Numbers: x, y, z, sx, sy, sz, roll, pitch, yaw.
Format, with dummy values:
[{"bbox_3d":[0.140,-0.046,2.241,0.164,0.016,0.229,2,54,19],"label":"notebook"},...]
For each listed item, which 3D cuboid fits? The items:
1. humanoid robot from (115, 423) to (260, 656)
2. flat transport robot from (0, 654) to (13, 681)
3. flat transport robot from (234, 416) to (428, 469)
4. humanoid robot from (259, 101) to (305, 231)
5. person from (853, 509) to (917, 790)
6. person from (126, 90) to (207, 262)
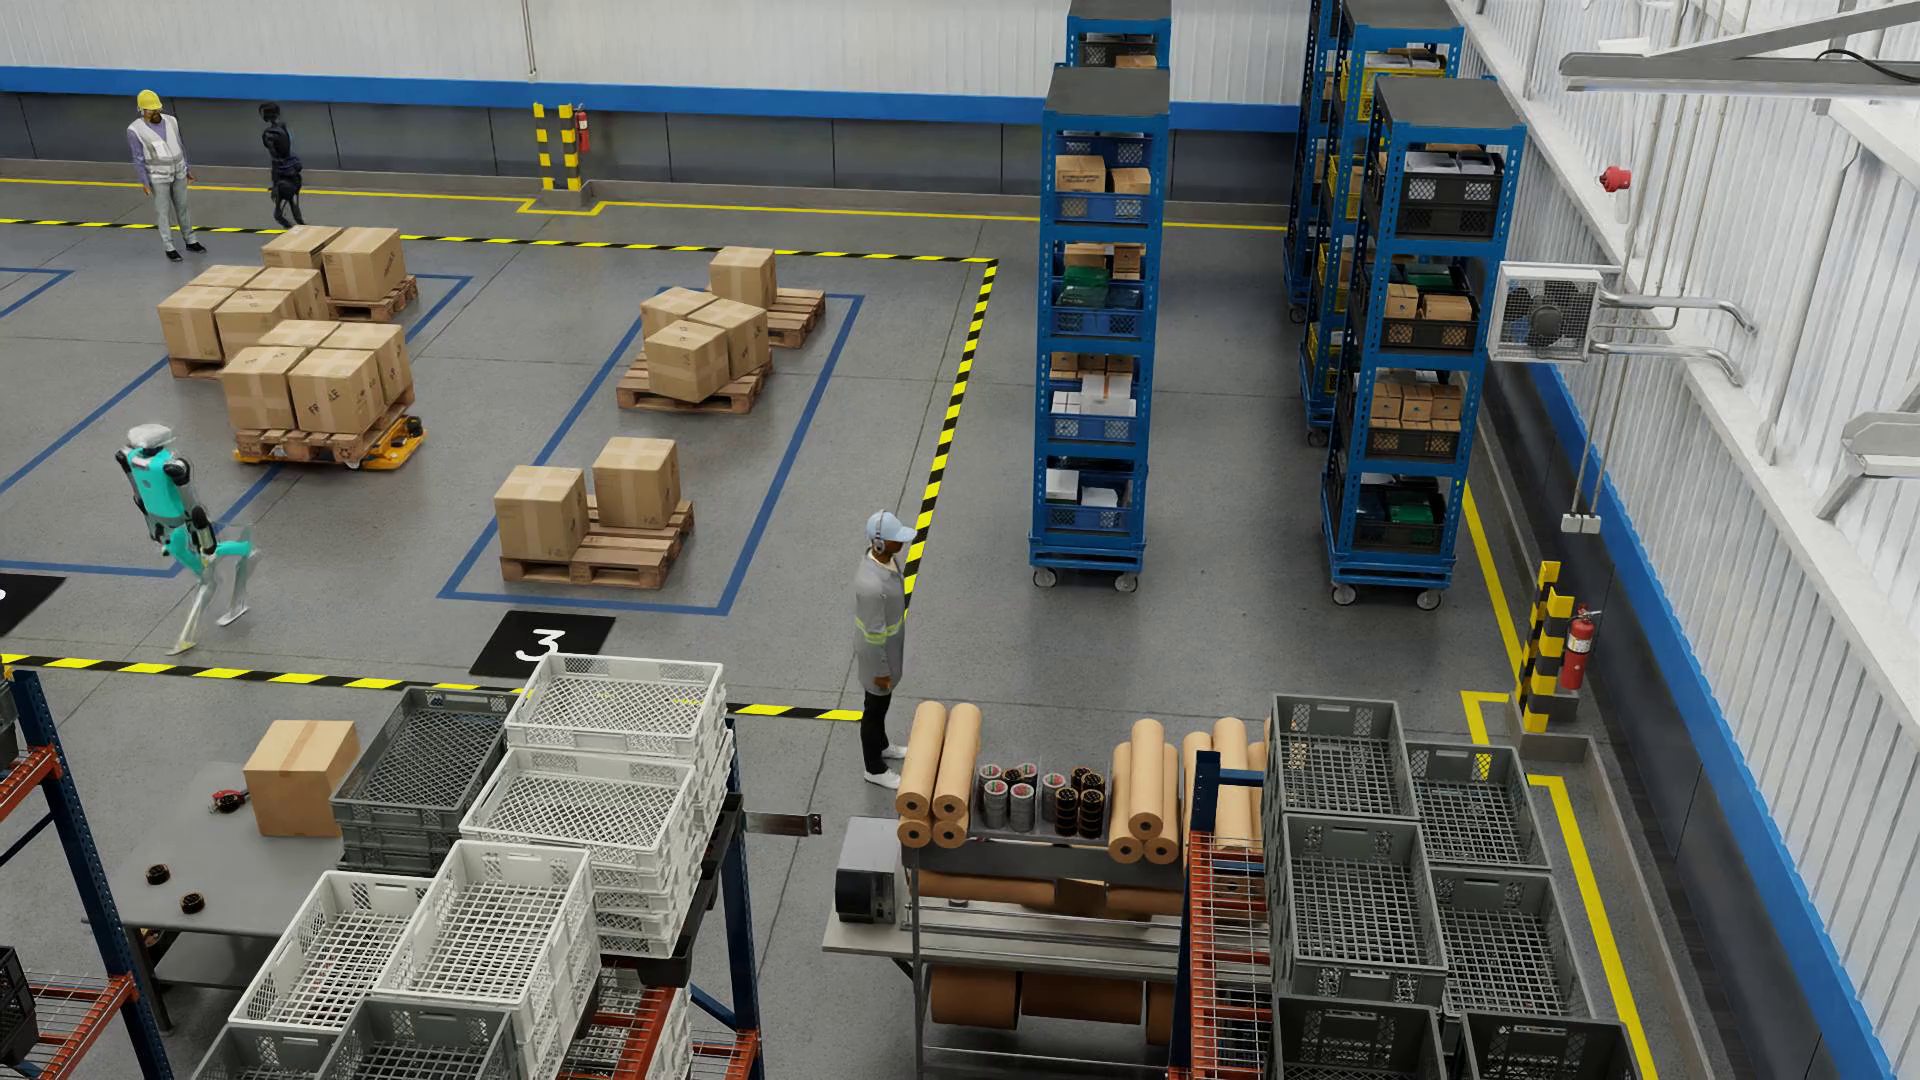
[{"bbox_3d":[-5.176,-0.069,11.334,0.546,1.766,0.900,11,32,18],"label":"humanoid robot"},{"bbox_3d":[-7.142,0.969,11.010,1.431,0.231,0.659,3,30,6],"label":"flat transport robot"},{"bbox_3d":[-5.342,-0.866,14.133,1.431,0.197,0.652,3,30,6],"label":"flat transport robot"},{"bbox_3d":[-7.321,-3.941,18.037,0.355,1.642,0.597,-2,30,-3],"label":"humanoid robot"},{"bbox_3d":[-0.442,0.640,10.000,0.390,1.853,0.587,3,30,5],"label":"person"},{"bbox_3d":[-8.517,-3.923,17.856,0.404,1.830,0.601,18,35,28],"label":"person"}]
